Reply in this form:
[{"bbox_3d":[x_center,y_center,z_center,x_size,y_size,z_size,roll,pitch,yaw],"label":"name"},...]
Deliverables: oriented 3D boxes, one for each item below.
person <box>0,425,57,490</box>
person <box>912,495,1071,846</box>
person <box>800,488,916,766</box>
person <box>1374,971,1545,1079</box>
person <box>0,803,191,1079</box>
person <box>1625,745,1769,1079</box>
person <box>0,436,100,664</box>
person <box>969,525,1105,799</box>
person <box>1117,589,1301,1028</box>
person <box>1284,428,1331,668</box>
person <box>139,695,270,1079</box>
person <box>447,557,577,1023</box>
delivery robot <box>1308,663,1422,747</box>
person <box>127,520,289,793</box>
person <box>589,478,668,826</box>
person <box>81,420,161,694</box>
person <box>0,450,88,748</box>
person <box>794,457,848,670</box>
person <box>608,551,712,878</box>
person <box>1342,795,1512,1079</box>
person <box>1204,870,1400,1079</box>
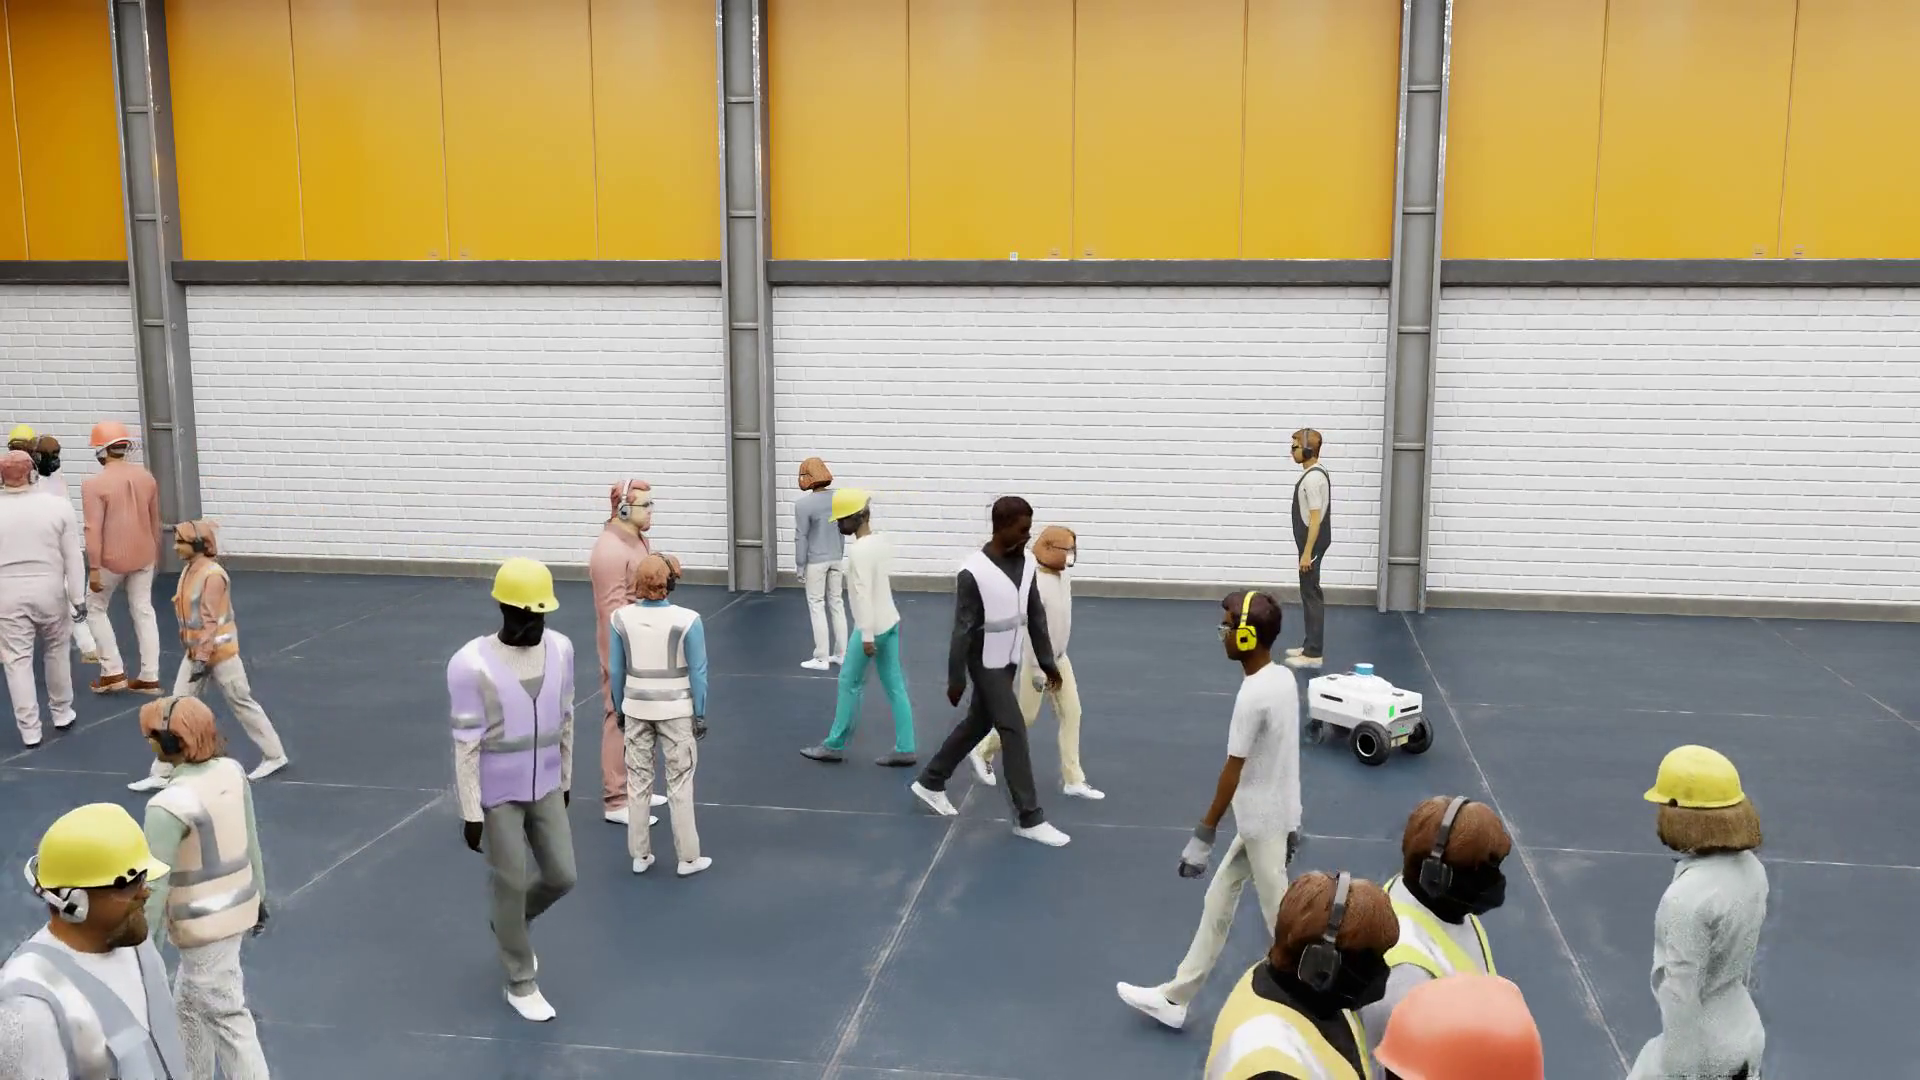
[{"bbox_3d":[-7.767,-0.083,13.892,0.522,1.758,0.349,-2,9,-11],"label":"person"},{"bbox_3d":[0.147,0.662,8.976,1.012,1.867,0.605,6,11,32],"label":"person"},{"bbox_3d":[-0.623,0.538,10.152,0.813,1.705,0.539,2,10,15],"label":"person"},{"bbox_3d":[0.697,1.639,2.775,0.548,1.916,0.560,0,9,0],"label":"person"},{"bbox_3d":[-2.096,1.509,4.010,0.944,1.790,0.585,1,9,6],"label":"person"},{"bbox_3d":[2.071,1.422,4.689,0.519,1.719,0.453,-8,12,-41],"label":"person"},{"bbox_3d":[-7.078,0.088,12.773,1.006,1.787,0.642,1,9,7],"label":"person"},{"bbox_3d":[0.431,0.689,9.620,0.797,1.597,0.510,5,11,29],"label":"person"},{"bbox_3d":[1.045,1.098,6.385,0.945,1.820,0.546,3,10,19],"label":"person"},{"bbox_3d":[2.670,0.060,12.732,0.326,1.842,0.517,2,10,14],"label":"person"},{"bbox_3d":[-2.642,1.320,5.658,0.687,1.610,0.550,0,9,2],"label":"person"},{"bbox_3d":[-1.809,0.995,6.782,0.531,1.904,0.585,9,13,43],"label":"person"},{"bbox_3d":[2.542,1.022,10.475,0.477,0.478,0.707,-7,12,-37],"label":"delivery robot"},{"bbox_3d":[-4.402,0.672,9.744,0.517,1.592,0.874,8,12,42],"label":"person"},{"bbox_3d":[-1.805,0.605,9.183,0.403,1.904,0.652,0,9,0],"label":"person"},{"bbox_3d":[-6.018,0.132,11.867,0.583,1.975,0.658,4,10,24],"label":"person"},{"bbox_3d":[-6.026,0.356,10.766,0.673,1.881,0.785,-5,10,-26],"label":"person"},{"bbox_3d":[-1.064,0.180,12.687,0.312,1.623,0.498,8,12,42],"label":"person"},{"bbox_3d":[-1.505,0.876,8.324,0.514,1.641,0.315,2,9,13],"label":"person"},{"bbox_3d":[1.213,1.495,4.052,0.974,1.786,0.637,4,10,25],"label":"person"},{"bbox_3d":[0.689,1.566,3.509,0.433,1.819,0.651,2,10,15],"label":"person"}]
